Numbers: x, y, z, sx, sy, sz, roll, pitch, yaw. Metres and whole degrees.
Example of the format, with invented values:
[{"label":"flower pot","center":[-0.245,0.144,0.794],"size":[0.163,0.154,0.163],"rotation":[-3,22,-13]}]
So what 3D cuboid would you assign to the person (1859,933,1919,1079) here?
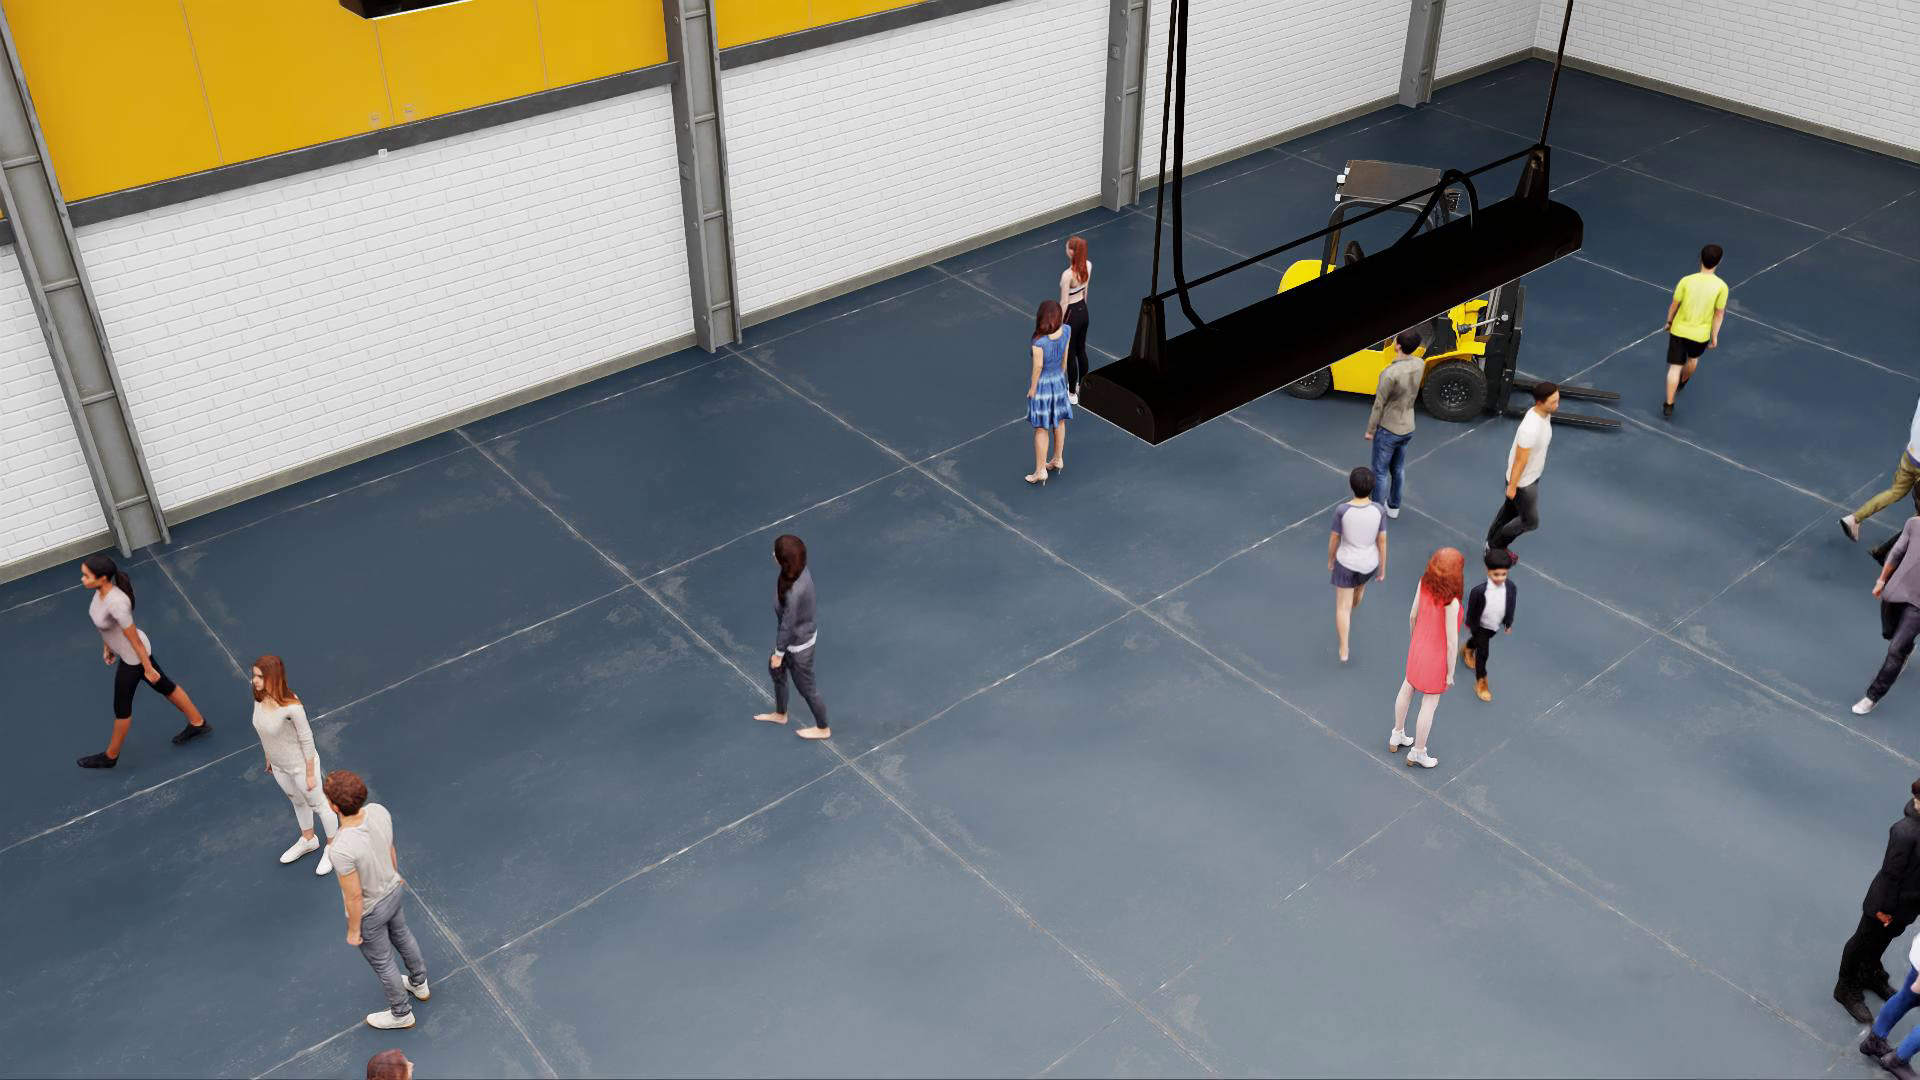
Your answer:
[{"label":"person","center":[5.480,2.402,9.517],"size":[0.727,1.666,0.624],"rotation":[24,41,32]}]

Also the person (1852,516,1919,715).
[{"label":"person","center":[7.138,0.398,12.390],"size":[1.166,1.822,0.775],"rotation":[-19,38,-27]}]

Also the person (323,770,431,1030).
[{"label":"person","center":[-3.436,2.108,9.750],"size":[0.809,1.896,0.705],"rotation":[8,34,11]}]

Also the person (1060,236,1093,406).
[{"label":"person","center":[1.129,-2.161,16.314],"size":[0.672,1.740,0.499],"rotation":[27,42,34]}]

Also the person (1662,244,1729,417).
[{"label":"person","center":[7.084,-1.988,16.133],"size":[0.976,1.652,1.212],"rotation":[14,36,19]}]

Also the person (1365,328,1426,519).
[{"label":"person","center":[3.772,-0.980,14.427],"size":[0.522,1.863,0.762],"rotation":[-22,40,-30]}]

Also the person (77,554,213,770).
[{"label":"person","center":[-5.808,0.817,11.867],"size":[1.155,1.703,0.707],"rotation":[-20,39,-28]}]

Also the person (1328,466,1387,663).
[{"label":"person","center":[3.091,0.223,12.940],"size":[1.055,1.505,1.075],"rotation":[2,34,3]}]

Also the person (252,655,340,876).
[{"label":"person","center":[-4.370,1.440,10.920],"size":[0.670,1.715,0.675],"rotation":[16,37,22]}]

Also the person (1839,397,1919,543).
[{"label":"person","center":[8.044,-0.667,14.024],"size":[1.204,1.788,1.098],"rotation":[0,34,0]}]

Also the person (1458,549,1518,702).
[{"label":"person","center":[4.010,0.564,12.695],"size":[0.875,1.207,0.842],"rotation":[-6,34,-9]}]

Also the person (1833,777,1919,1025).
[{"label":"person","center":[5.593,2.081,9.894],"size":[0.607,1.781,0.727],"rotation":[-17,37,-23]}]

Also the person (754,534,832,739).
[{"label":"person","center":[-1.081,0.723,11.964],"size":[0.931,1.752,0.843],"rotation":[-3,34,-5]}]

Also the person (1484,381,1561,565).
[{"label":"person","center":[4.604,-0.543,13.838],"size":[0.906,1.787,0.751],"rotation":[13,36,19]}]

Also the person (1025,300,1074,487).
[{"label":"person","center":[0.792,-1.340,15.019],"size":[0.754,1.806,0.546],"rotation":[26,42,34]}]

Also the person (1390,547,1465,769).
[{"label":"person","center":[3.308,0.825,11.742],"size":[0.595,1.828,0.643],"rotation":[-14,36,-20]}]
